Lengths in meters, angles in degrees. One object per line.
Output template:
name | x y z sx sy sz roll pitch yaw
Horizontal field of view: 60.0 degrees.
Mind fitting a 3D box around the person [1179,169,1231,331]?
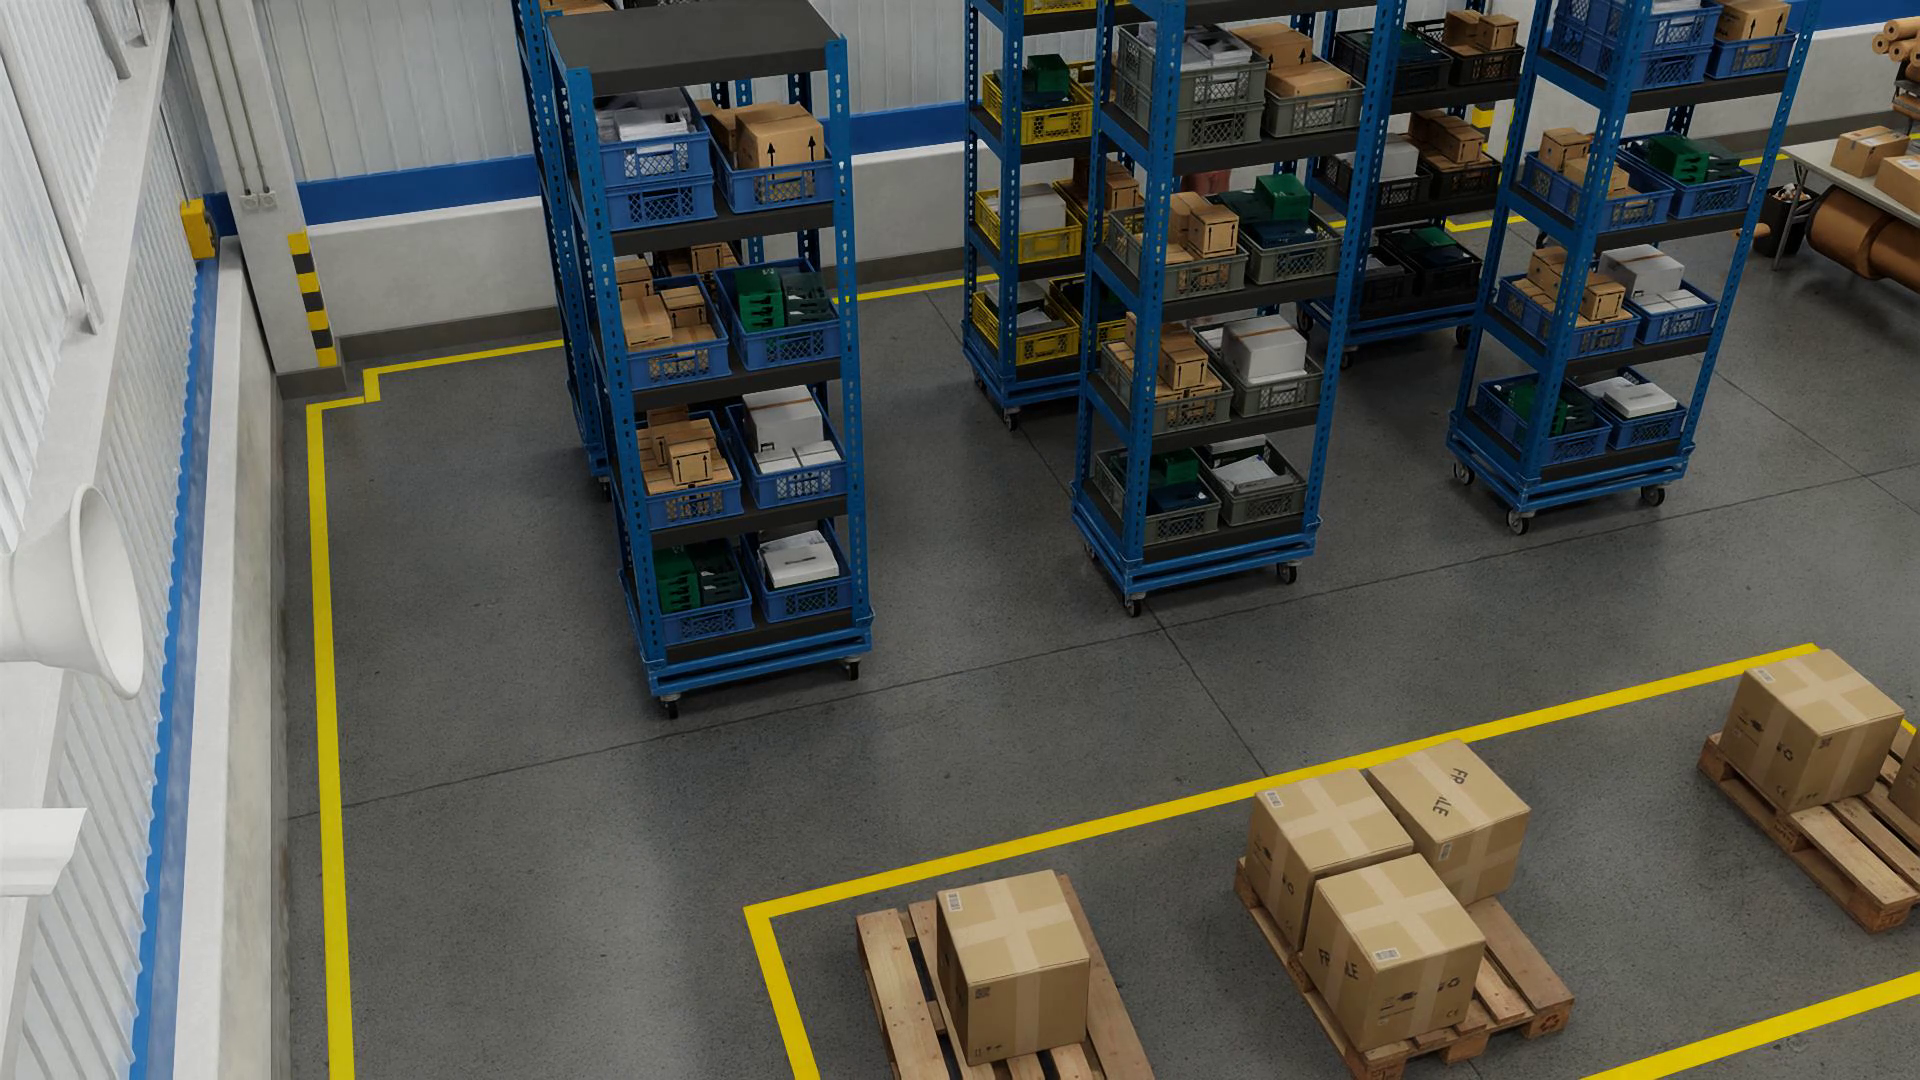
person | 1.680 -2.197 11.661 0.372 1.997 0.622 14 38 19

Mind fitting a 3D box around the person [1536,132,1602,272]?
person | 4.377 -2.135 11.887 0.518 1.632 0.314 24 42 30
